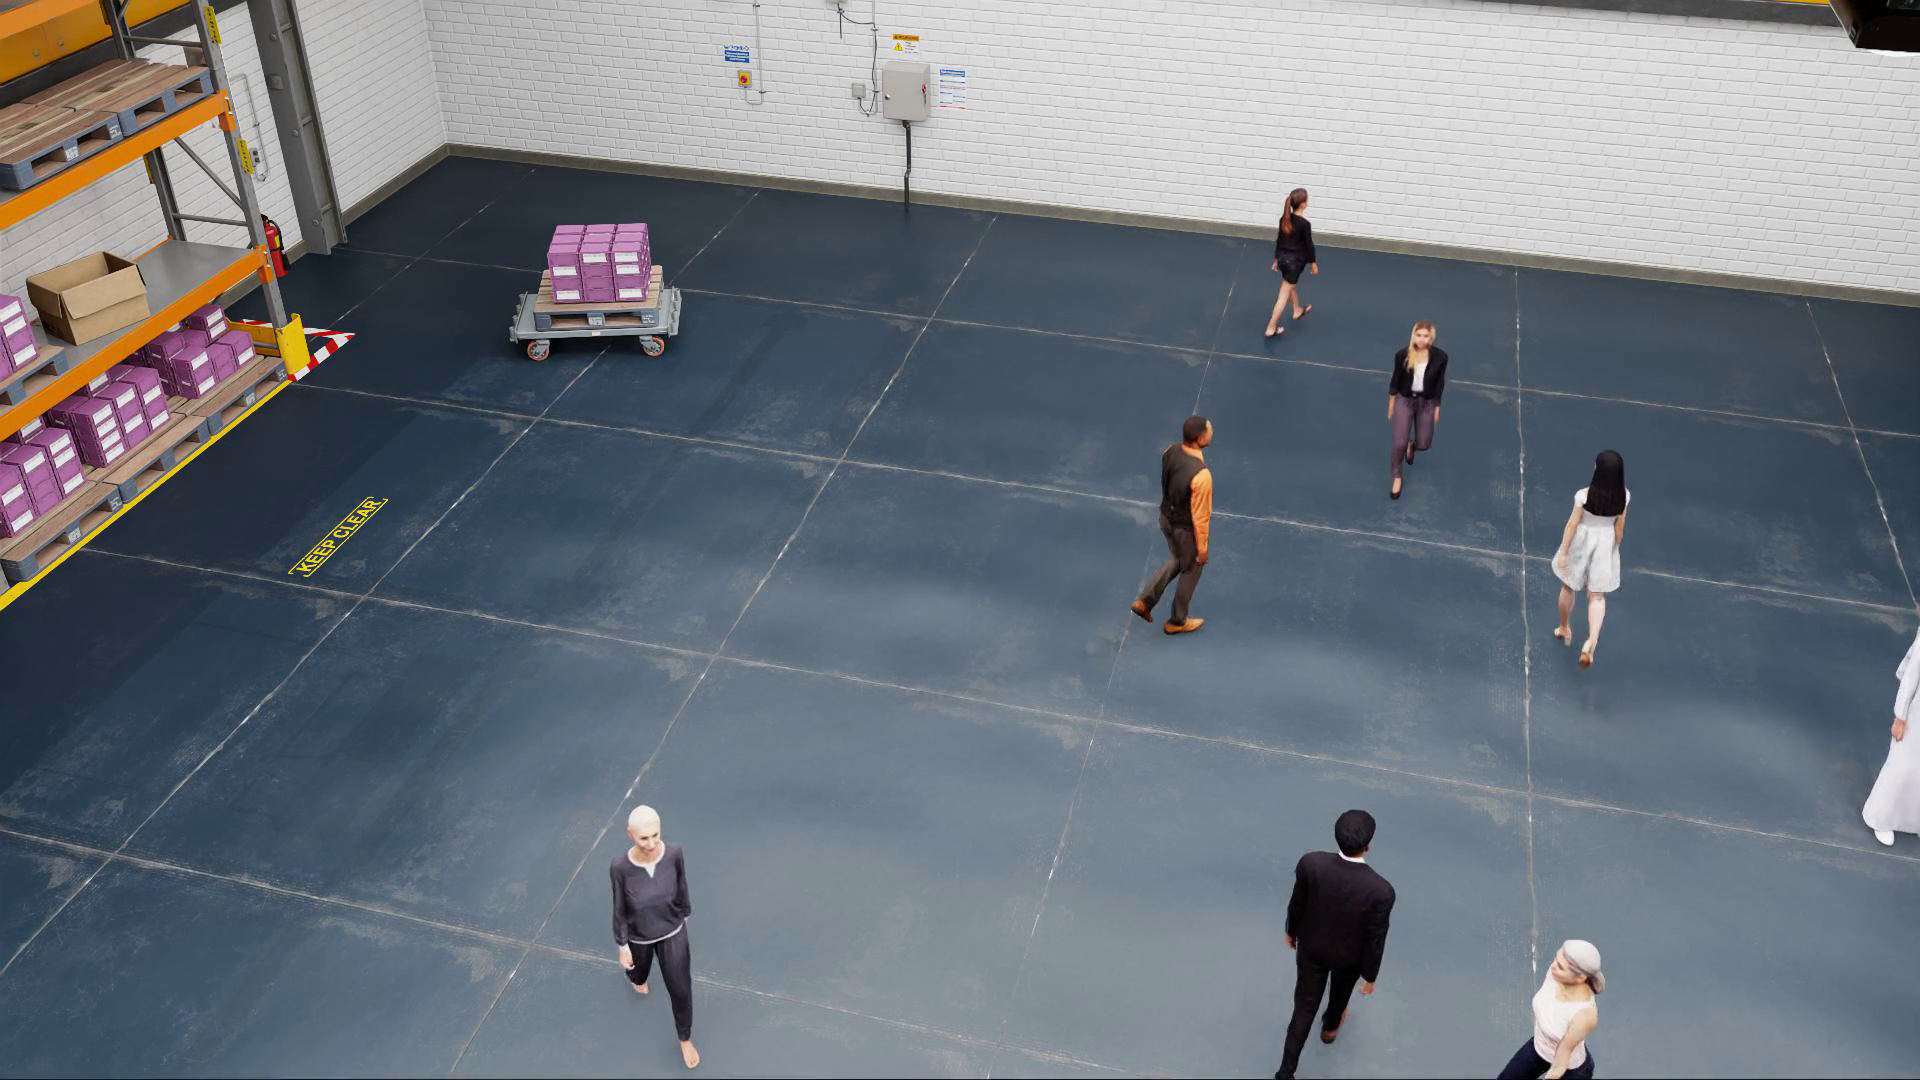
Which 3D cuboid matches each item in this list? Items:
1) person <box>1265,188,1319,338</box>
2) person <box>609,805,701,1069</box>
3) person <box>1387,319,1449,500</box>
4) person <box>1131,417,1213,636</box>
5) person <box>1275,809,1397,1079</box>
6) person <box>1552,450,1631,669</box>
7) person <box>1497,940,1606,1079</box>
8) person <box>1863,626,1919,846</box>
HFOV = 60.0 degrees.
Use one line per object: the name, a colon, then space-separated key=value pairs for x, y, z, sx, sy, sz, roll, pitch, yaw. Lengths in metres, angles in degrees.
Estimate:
person: x=3.285 y=-2.769 z=16.748 sx=1.028 sy=1.526 sz=0.924 roll=-22 pitch=39 yaw=-29
person: x=-1.740 y=2.108 z=9.253 sx=0.969 sy=1.700 sz=1.106 roll=-12 pitch=36 yaw=-18
person: x=3.876 y=-1.143 z=14.184 sx=0.608 sy=1.656 sz=0.767 roll=7 pitch=34 yaw=11
person: x=1.581 y=-0.064 z=12.345 sx=1.010 sy=1.895 sz=0.961 roll=-14 pitch=36 yaw=-20
person: x=1.961 y=2.241 z=8.917 sx=0.897 sy=1.850 sz=1.242 roll=17 pitch=37 yaw=23
person: x=4.616 y=0.167 z=12.123 sx=0.741 sy=1.755 sz=1.037 roll=2 pitch=34 yaw=4
person: x=3.117 y=2.674 z=8.437 sx=0.943 sy=1.660 sz=1.133 roll=-3 pitch=34 yaw=-5
person: x=6.194 y=1.061 z=10.630 sx=0.813 sy=1.920 sz=0.808 roll=1 pitch=34 yaw=1
